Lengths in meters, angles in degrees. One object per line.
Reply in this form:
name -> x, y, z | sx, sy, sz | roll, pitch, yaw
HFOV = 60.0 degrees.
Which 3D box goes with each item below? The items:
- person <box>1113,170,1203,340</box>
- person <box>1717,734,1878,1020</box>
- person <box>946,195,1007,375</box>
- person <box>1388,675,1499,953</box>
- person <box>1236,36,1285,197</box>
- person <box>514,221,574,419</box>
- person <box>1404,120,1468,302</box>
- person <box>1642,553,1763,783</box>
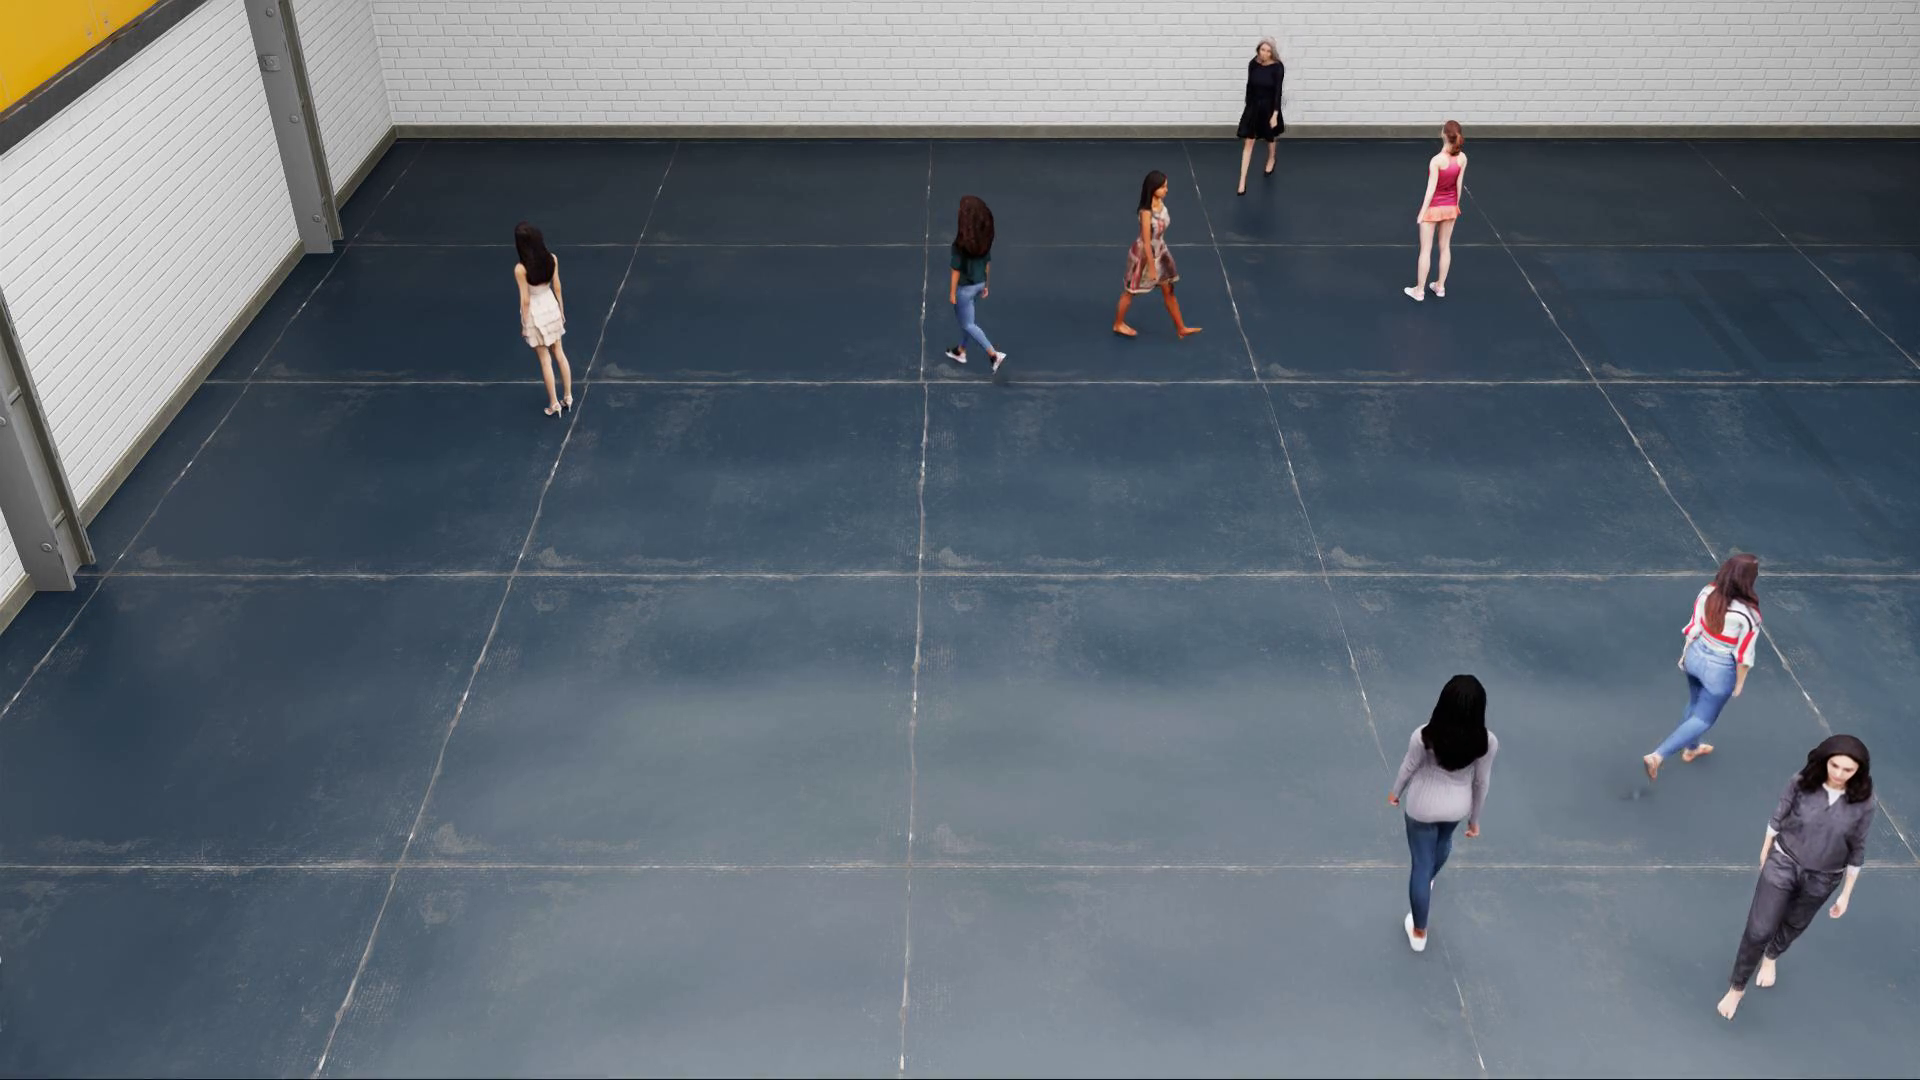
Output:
person -> 1.619, -2.555, 15.047 | 1.037, 1.607, 1.122 | 16, 37, 22
person -> 4.383, 1.644, 8.605 | 0.807, 1.745, 0.945 | 15, 36, 21
person -> 0.139, -2.194, 14.512 | 1.030, 1.599, 0.991 | 27, 42, 35
person -> 2.558, 1.505, 8.845 | 0.600, 1.712, 0.886 | -1, 34, -1
person -> 3.323, -4.648, 18.121 | 1.021, 1.690, 1.280 | 21, 39, 28
person -> -3.459, -1.825, 13.832 | 0.717, 1.737, 0.650 | 27, 42, 34
person -> 4.550, -3.133, 15.785 | 0.637, 1.754, 0.648 | -11, 35, -15
person -> 4.467, 0.794, 10.022 | 0.957, 1.593, 1.003 | -18, 38, -25
